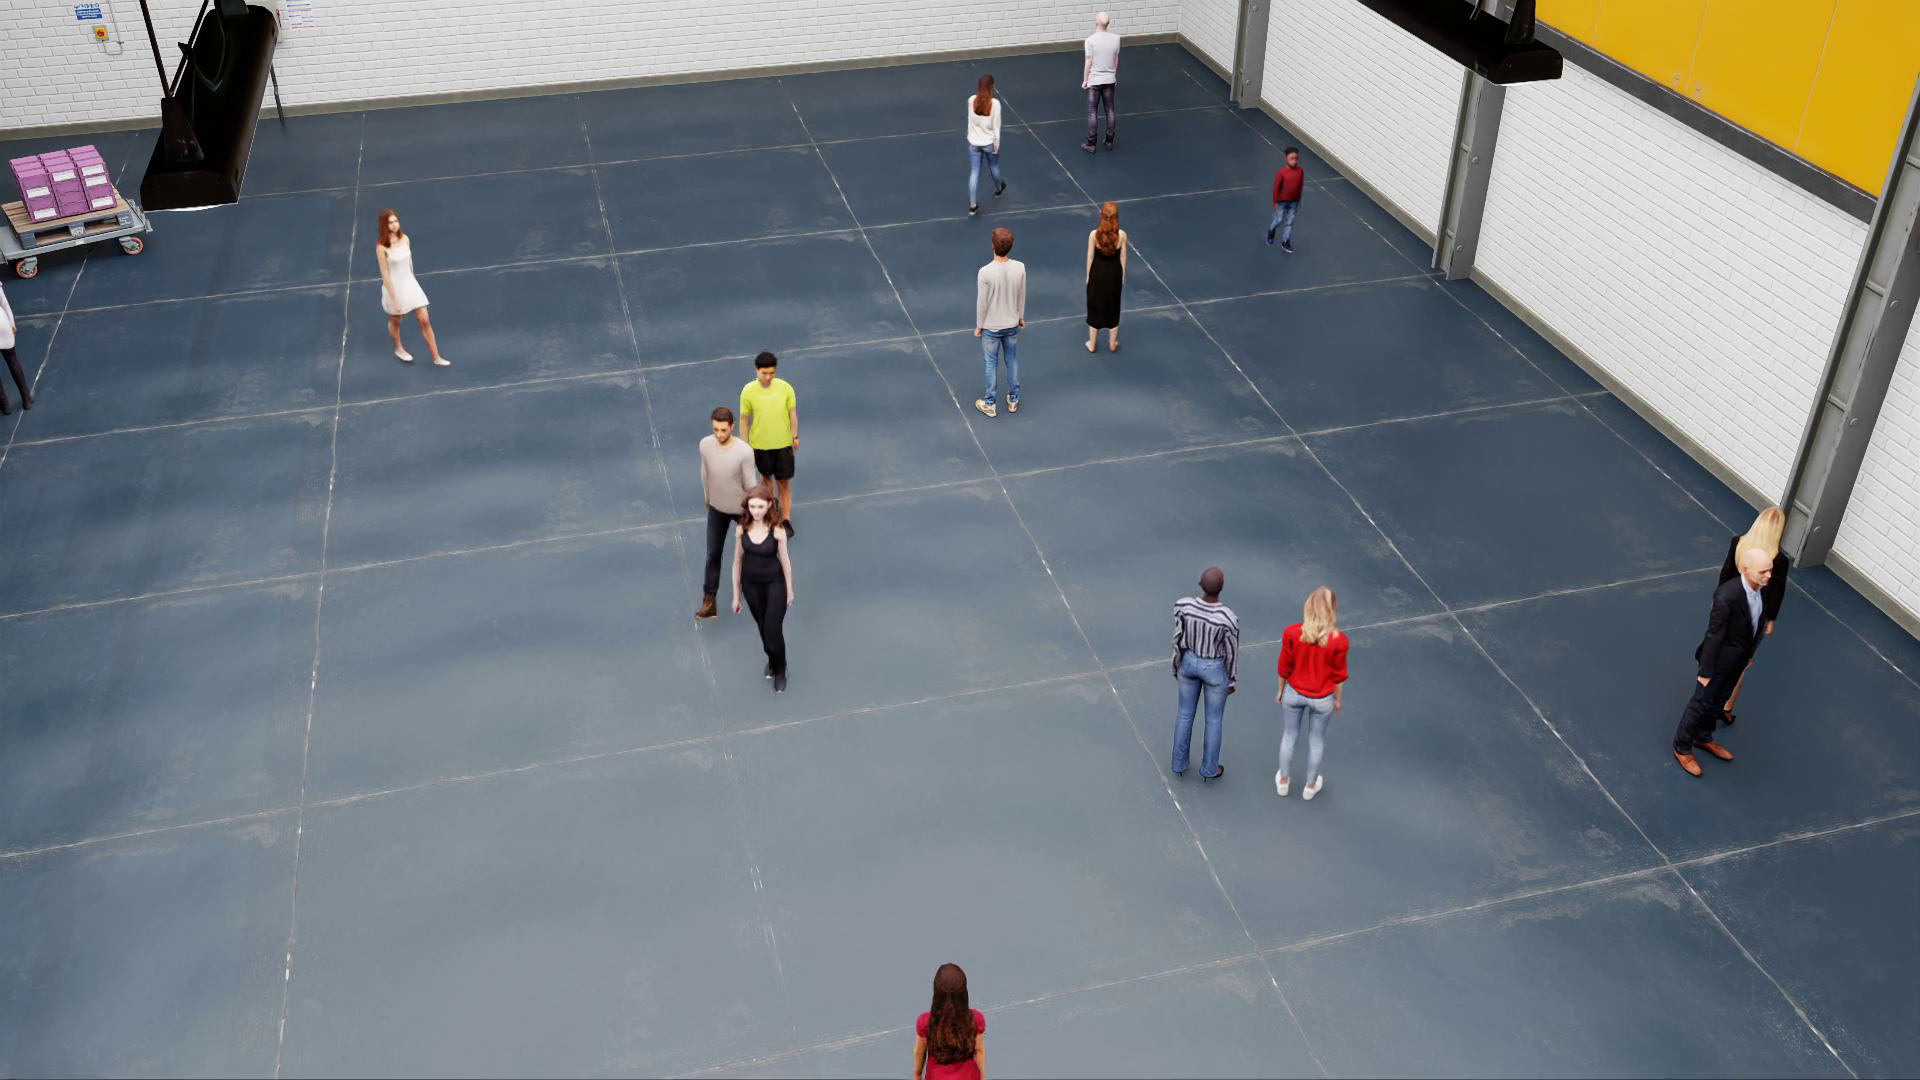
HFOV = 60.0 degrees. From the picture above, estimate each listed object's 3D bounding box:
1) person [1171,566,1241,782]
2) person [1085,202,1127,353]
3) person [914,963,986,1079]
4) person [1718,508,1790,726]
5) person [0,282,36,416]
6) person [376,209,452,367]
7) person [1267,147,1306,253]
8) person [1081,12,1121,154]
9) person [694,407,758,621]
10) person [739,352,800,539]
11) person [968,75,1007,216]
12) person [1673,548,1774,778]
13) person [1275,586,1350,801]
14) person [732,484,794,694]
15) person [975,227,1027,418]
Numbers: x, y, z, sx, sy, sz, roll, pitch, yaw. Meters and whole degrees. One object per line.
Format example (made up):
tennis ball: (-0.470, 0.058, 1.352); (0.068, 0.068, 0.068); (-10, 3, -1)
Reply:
person: (1.684, 0.931, 11.487); (0.693, 1.795, 0.738); (15, 37, 22)
person: (1.493, -2.695, 17.097); (0.598, 1.624, 0.618); (-2, 34, -3)
person: (-0.044, 2.895, 8.773); (0.602, 1.529, 1.001); (-5, 34, -7)
person: (5.636, 0.563, 11.998); (0.741, 1.843, 0.629); (-27, 42, -34)
person: (-9.340, -2.063, 15.983); (0.702, 1.804, 0.688); (-22, 39, -29)
person: (-5.716, -2.553, 16.835); (1.095, 1.676, 0.911); (29, 43, 36)
person: (3.796, -3.993, 19.390); (0.491, 1.247, 0.601); (-9, 35, -13)
person: (1.857, -6.042, 21.945); (0.674, 1.831, 0.615); (-12, 36, -18)
person: (-1.787, -0.298, 13.325); (1.059, 1.808, 1.282); (9, 35, 13)
person: (-1.639, -0.906, 14.359); (0.750, 1.676, 1.011); (-4, 34, -6)
person: (0.252, -4.761, 20.193); (1.025, 1.638, 1.200); (11, 35, 16)
person: (5.370, 0.812, 11.662); (0.745, 1.800, 0.684); (-18, 38, -25)
person: (2.381, 1.058, 11.378); (0.697, 1.704, 0.701); (10, 35, 14)
person: (-1.449, 0.287, 12.515); (0.726, 1.731, 0.806); (7, 34, 10)
person: (0.391, -2.076, 15.913); (0.678, 1.905, 0.597); (-12, 35, -17)
